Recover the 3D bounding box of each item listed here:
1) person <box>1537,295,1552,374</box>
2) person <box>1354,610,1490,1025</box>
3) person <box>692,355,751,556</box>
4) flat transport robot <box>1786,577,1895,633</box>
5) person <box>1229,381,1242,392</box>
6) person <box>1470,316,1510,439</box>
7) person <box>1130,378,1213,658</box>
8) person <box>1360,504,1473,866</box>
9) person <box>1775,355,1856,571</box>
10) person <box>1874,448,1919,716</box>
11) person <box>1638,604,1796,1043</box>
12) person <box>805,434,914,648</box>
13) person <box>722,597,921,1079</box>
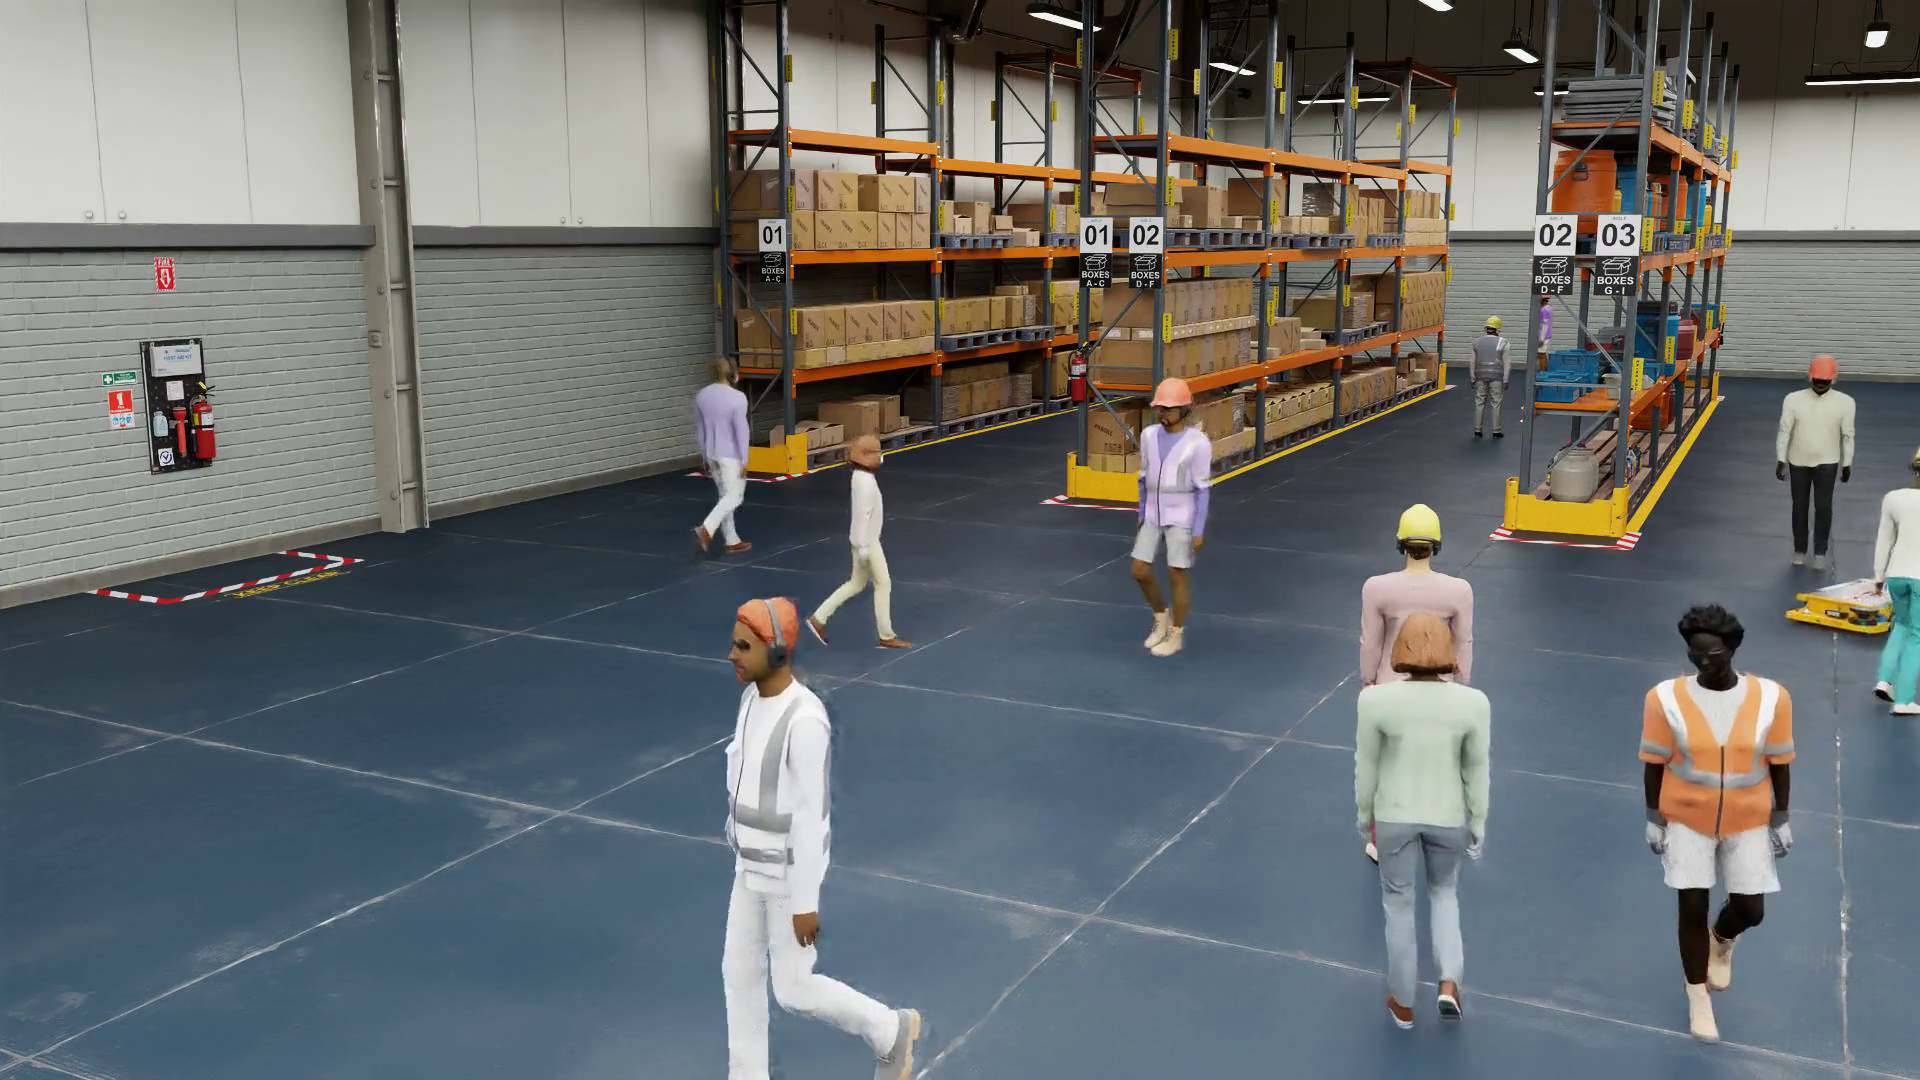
[{"bbox_3d":[11.980,-4.158,34.128,0.466,1.942,0.560,4,11,21],"label":"person"},{"bbox_3d":[1.759,1.070,6.396,0.493,1.618,0.336,1,10,5],"label":"person"},{"bbox_3d":[-2.273,-0.773,15.677,0.636,1.919,0.772,8,13,36],"label":"person"},{"bbox_3d":[7.247,0.503,13.172,1.431,0.197,0.652,-7,13,-34],"label":"flat transport robot"},{"bbox_3d":[4.639,-2.980,27.648,0.607,1.932,0.903,9,14,40],"label":"person"},{"bbox_3d":[7.939,-2.433,24.919,0.591,1.834,0.404,7,12,33],"label":"person"},{"bbox_3d":[1.490,-0.148,11.924,0.652,2.028,0.430,10,14,42],"label":"person"},{"bbox_3d":[2.177,0.706,7.979,0.525,1.772,0.301,2,11,12],"label":"person"},{"bbox_3d":[7.778,-0.704,15.174,0.616,1.953,0.760,7,12,33],"label":"person"},{"bbox_3d":[6.072,0.250,10.521,0.417,1.754,0.541,-5,12,-26],"label":"person"},{"bbox_3d":[2.868,1.047,6.353,0.558,1.677,0.452,3,11,16],"label":"person"},{"bbox_3d":[-0.748,0.016,12.187,0.735,1.610,0.504,-2,11,-8],"label":"person"},{"bbox_3d":[-0.544,1.095,5.611,0.770,1.860,0.584,-6,12,-28],"label":"person"}]
